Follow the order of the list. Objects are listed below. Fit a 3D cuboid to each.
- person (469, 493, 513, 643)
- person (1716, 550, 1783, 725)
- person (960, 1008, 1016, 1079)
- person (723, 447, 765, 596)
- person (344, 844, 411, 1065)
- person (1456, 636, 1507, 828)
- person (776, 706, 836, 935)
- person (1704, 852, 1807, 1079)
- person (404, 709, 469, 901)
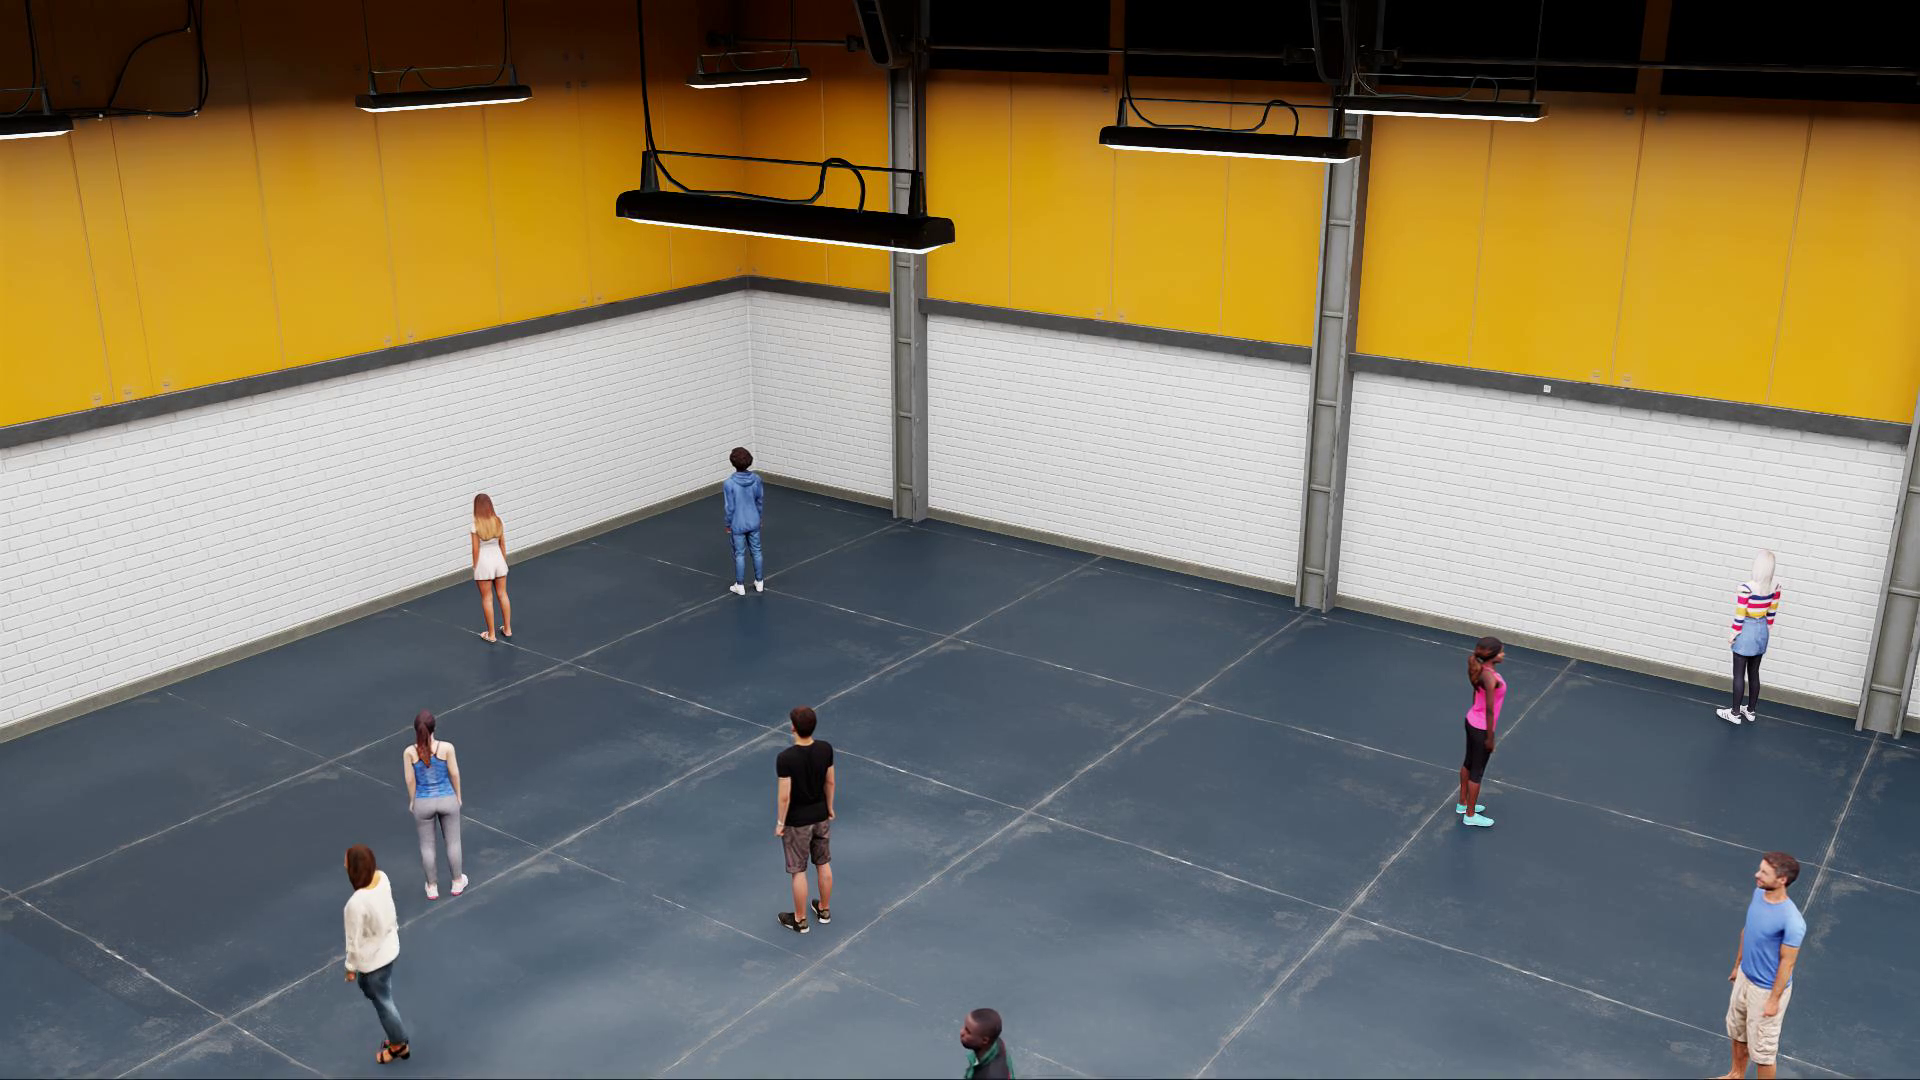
[{"bbox_3d":[-5.261,0.293,18.593,0.614,1.695,0.605,-16,24,-40],"label":"person"},{"bbox_3d":[7.851,0.942,16.485,0.722,1.809,0.742,-6,19,-17],"label":"person"},{"bbox_3d":[0.259,3.409,9.200,1.273,1.785,1.160,-1,19,-4],"label":"person"},{"bbox_3d":[-2.590,-0.238,19.988,0.757,1.811,0.739,-10,21,-27],"label":"person"},{"bbox_3d":[-3.846,2.792,11.200,0.760,1.676,0.735,2,19,5],"label":"person"},{"bbox_3d":[4.541,1.644,14.537,0.686,1.722,0.655,2,19,5],"label":"person"},{"bbox_3d":[-1.187,2.141,12.843,0.737,1.862,0.696,-14,23,-35],"label":"person"},{"bbox_3d":[5.184,2.849,10.740,0.770,1.864,0.727,-2,19,-5],"label":"person"},{"bbox_3d":[-4.208,2.108,13.337,0.660,1.610,0.708,-5,19,-15],"label":"person"}]
